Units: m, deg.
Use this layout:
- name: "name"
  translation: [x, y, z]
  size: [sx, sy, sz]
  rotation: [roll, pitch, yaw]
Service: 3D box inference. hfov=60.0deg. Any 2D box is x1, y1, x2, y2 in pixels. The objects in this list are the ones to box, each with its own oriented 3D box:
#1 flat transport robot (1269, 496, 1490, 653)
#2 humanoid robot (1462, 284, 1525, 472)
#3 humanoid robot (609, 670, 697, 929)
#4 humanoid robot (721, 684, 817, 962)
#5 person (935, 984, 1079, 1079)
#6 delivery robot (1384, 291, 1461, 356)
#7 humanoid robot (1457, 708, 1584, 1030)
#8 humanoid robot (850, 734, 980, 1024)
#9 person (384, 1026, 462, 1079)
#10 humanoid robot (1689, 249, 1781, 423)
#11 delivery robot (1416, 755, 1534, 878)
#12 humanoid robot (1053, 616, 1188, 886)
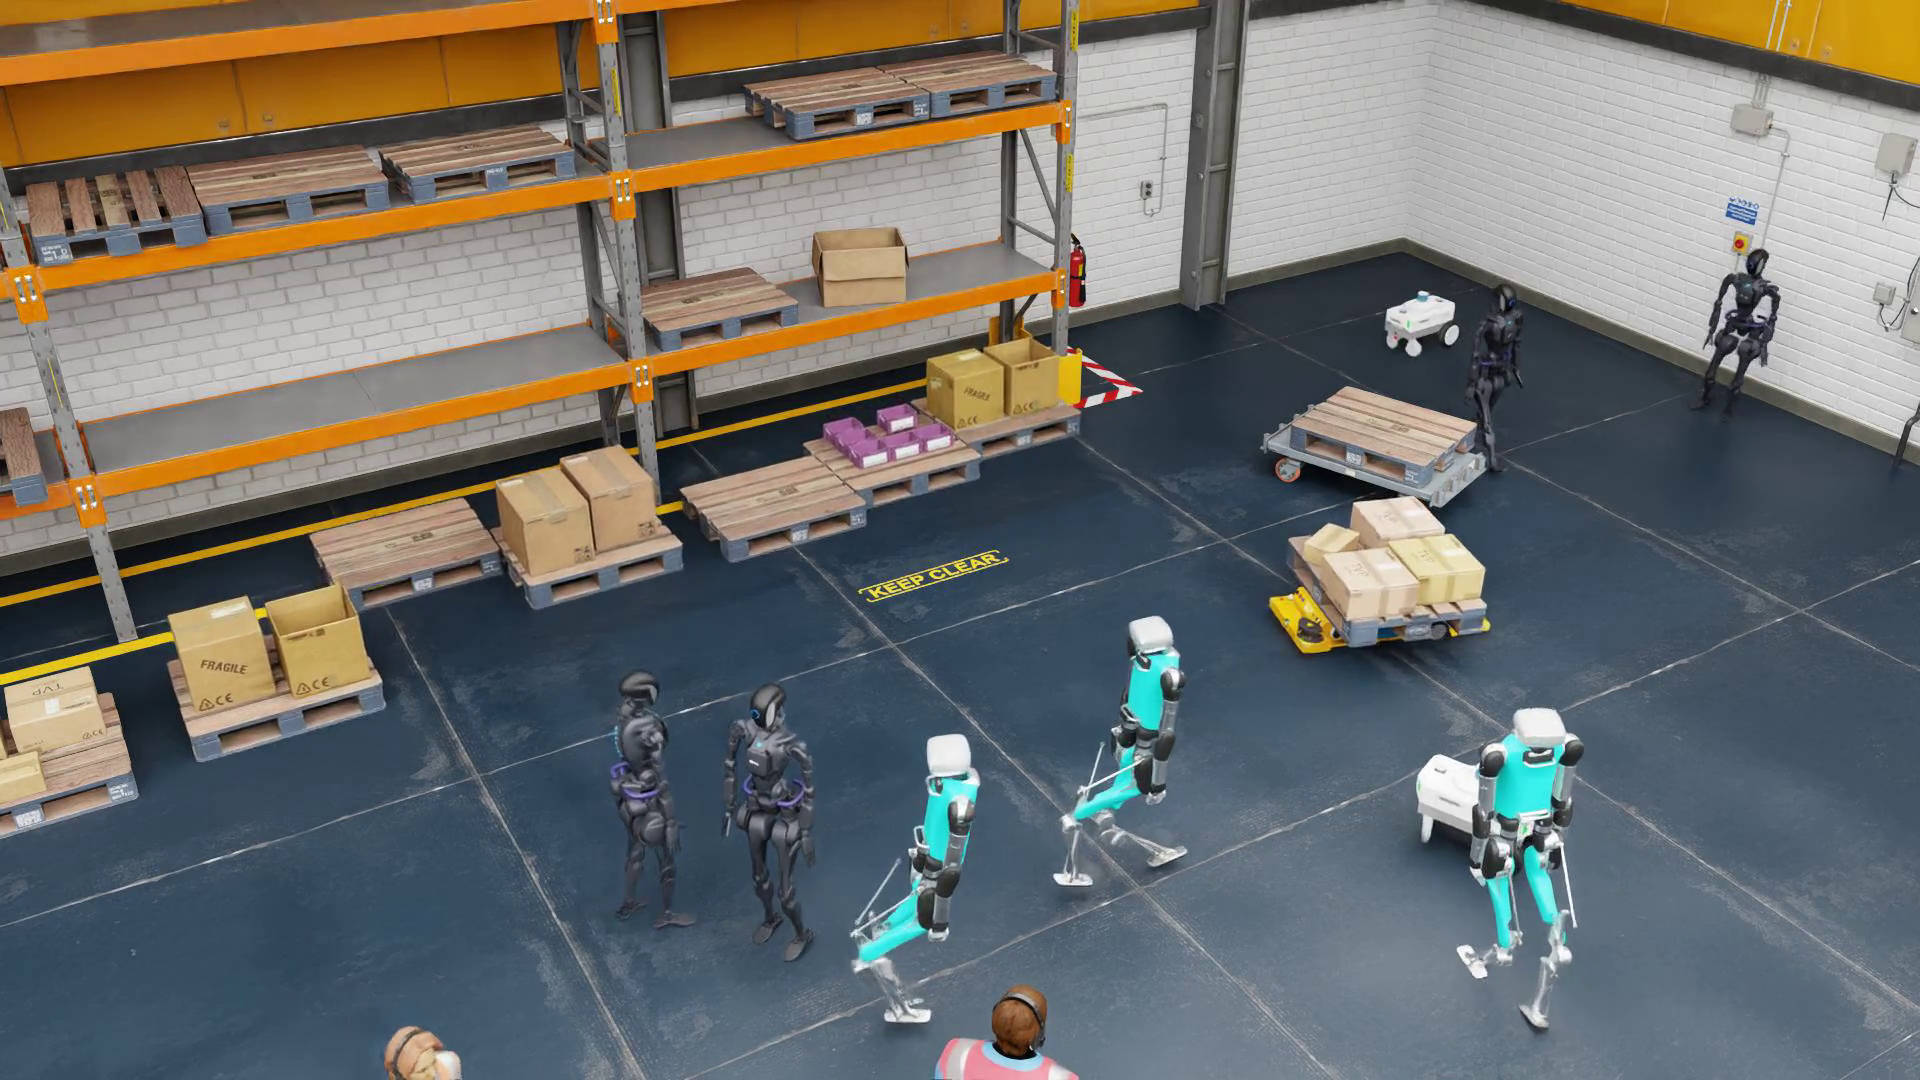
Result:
- name: "flat transport robot"
  translation: [3.044, 0.505, 12.081]
  size: [1.431, 0.231, 0.659]
  rotation: [-6, 30, -10]
- name: "humanoid robot"
  translation: [4.544, -1.378, 14.016]
  size: [0.614, 1.630, 0.731]
  rotation: [-16, 33, -26]
- name: "humanoid robot"
  translation: [-1.729, 1.410, 9.045]
  size: [0.356, 1.655, 0.601]
  rotation: [-19, 35, -30]
- name: "humanoid robot"
  translation: [-1.020, 1.487, 8.900]
  size: [0.601, 1.648, 0.369]
  rotation: [14, 32, 24]
- name: "person"
  translation: [0.213, 2.564, 6.854]
  size: [0.628, 1.836, 0.431]
  rotation: [11, 31, 18]
- name: "delivery robot"
  translation: [4.603, -2.172, 16.547]
  size: [0.786, 0.614, 0.525]
  rotation: [-18, 34, -29]
- name: "humanoid robot"
  translation: [2.913, 1.734, 8.433]
  size: [0.552, 1.783, 0.879]
  rotation: [-5, 30, -9]
- name: "humanoid robot"
  translation: [-0.294, 1.778, 8.334]
  size: [0.782, 1.772, 0.540]
  rotation: [-5, 30, -8]
- name: "person"
  translation: [-2.219, 2.642, 6.946]
  size: [0.876, 1.591, 0.504]
  rotation: [18, 34, 28]
- name: "humanoid robot"
  translation: [6.946, -1.821, 14.780]
  size: [0.589, 1.641, 0.404]
  rotation: [25, 38, 37]
- name: "delivery robot"
  translation: [3.100, 1.610, 9.853]
  size: [0.785, 0.614, 0.524]
  rotation: [21, 35, 32]
- name: "humanoid robot"
  translation: [0.830, 1.263, 9.284]
  size: [1.060, 1.746, 0.550]
  rotation: [-10, 31, -17]
